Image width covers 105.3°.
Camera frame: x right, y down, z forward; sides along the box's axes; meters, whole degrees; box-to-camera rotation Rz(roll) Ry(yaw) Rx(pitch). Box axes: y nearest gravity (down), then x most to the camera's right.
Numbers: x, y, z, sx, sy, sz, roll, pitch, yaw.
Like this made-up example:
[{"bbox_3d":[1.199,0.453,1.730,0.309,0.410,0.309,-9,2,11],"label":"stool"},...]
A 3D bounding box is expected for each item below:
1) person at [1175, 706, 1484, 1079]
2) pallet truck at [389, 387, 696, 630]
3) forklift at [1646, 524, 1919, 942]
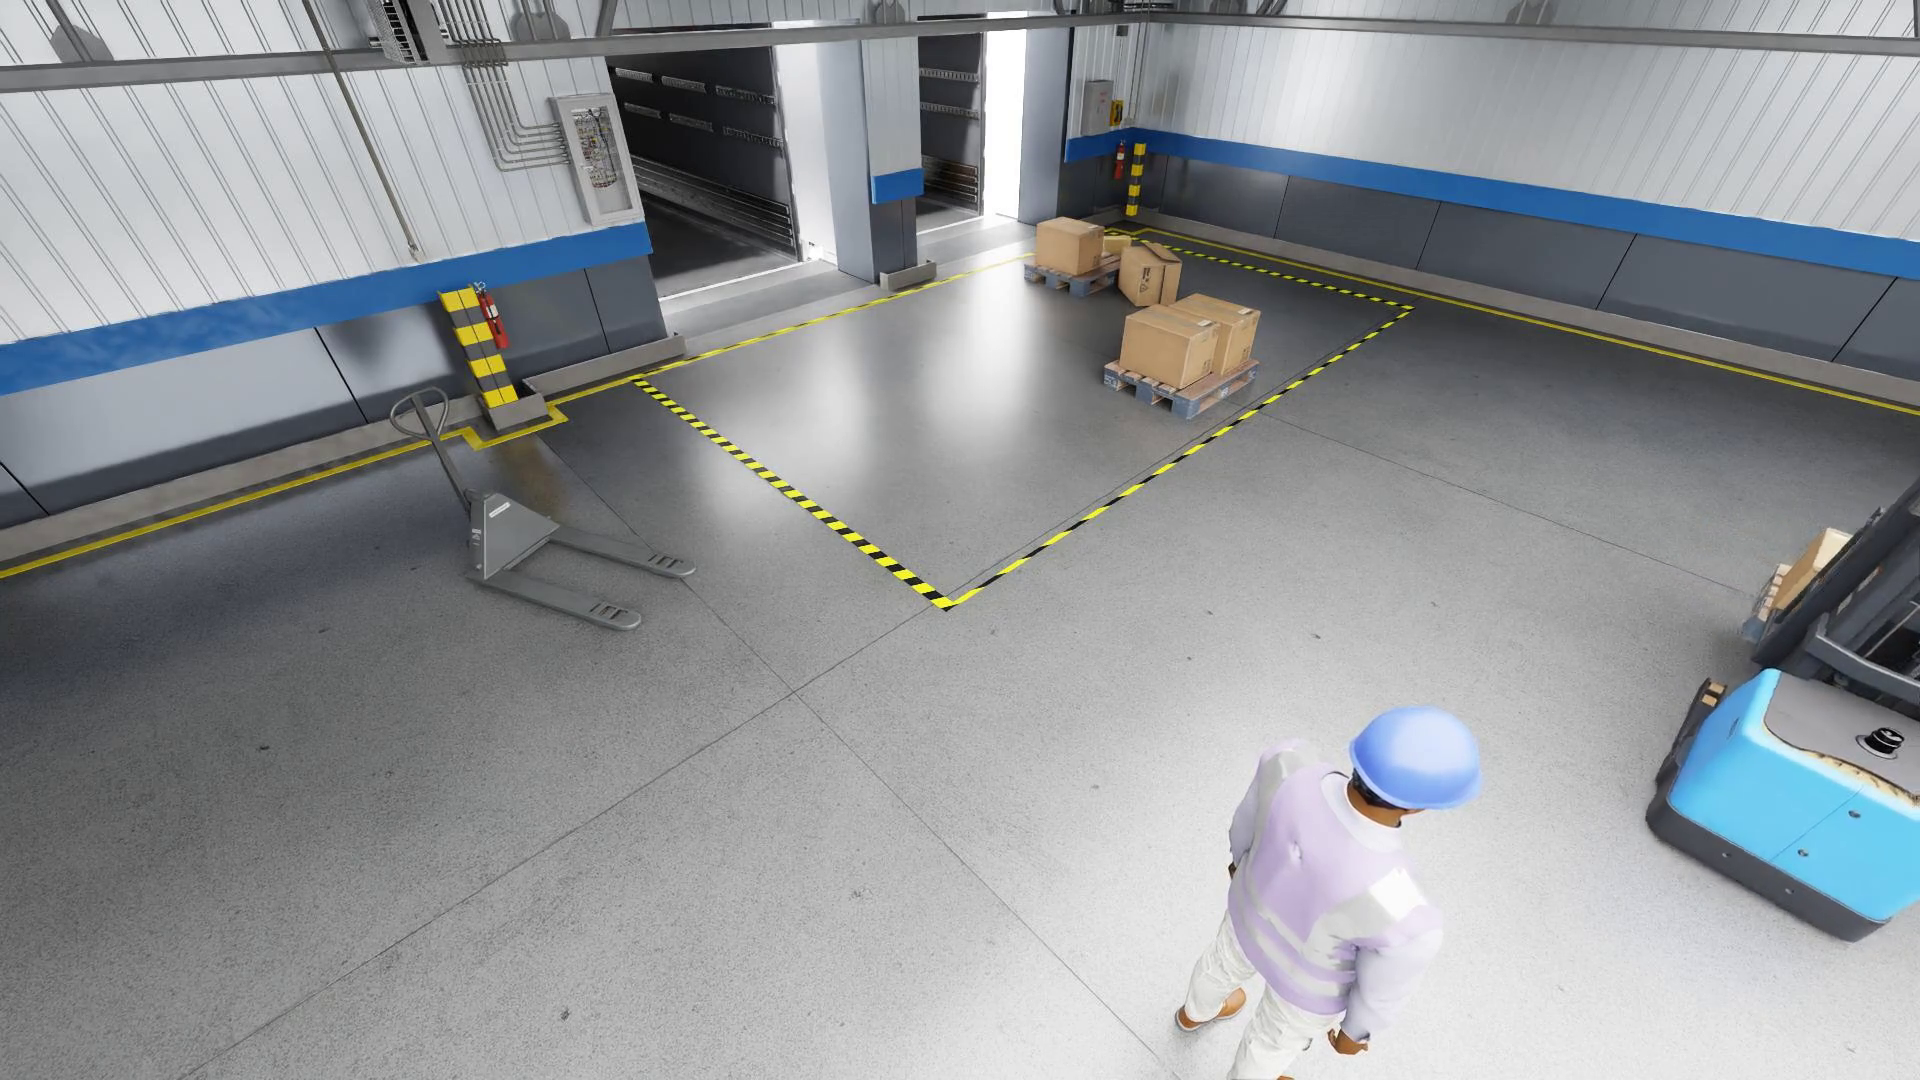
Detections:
[{"bbox_3d":[1.010,1.167,2.184,0.391,1.945,0.616,-10,39,-13],"label":"person"},{"bbox_3d":[-2.613,-0.247,4.593,1.601,1.201,0.680,14,40,17],"label":"pallet truck"},{"bbox_3d":[3.784,0.577,2.872,0.776,2.013,0.716,-27,45,-31],"label":"forklift"}]
